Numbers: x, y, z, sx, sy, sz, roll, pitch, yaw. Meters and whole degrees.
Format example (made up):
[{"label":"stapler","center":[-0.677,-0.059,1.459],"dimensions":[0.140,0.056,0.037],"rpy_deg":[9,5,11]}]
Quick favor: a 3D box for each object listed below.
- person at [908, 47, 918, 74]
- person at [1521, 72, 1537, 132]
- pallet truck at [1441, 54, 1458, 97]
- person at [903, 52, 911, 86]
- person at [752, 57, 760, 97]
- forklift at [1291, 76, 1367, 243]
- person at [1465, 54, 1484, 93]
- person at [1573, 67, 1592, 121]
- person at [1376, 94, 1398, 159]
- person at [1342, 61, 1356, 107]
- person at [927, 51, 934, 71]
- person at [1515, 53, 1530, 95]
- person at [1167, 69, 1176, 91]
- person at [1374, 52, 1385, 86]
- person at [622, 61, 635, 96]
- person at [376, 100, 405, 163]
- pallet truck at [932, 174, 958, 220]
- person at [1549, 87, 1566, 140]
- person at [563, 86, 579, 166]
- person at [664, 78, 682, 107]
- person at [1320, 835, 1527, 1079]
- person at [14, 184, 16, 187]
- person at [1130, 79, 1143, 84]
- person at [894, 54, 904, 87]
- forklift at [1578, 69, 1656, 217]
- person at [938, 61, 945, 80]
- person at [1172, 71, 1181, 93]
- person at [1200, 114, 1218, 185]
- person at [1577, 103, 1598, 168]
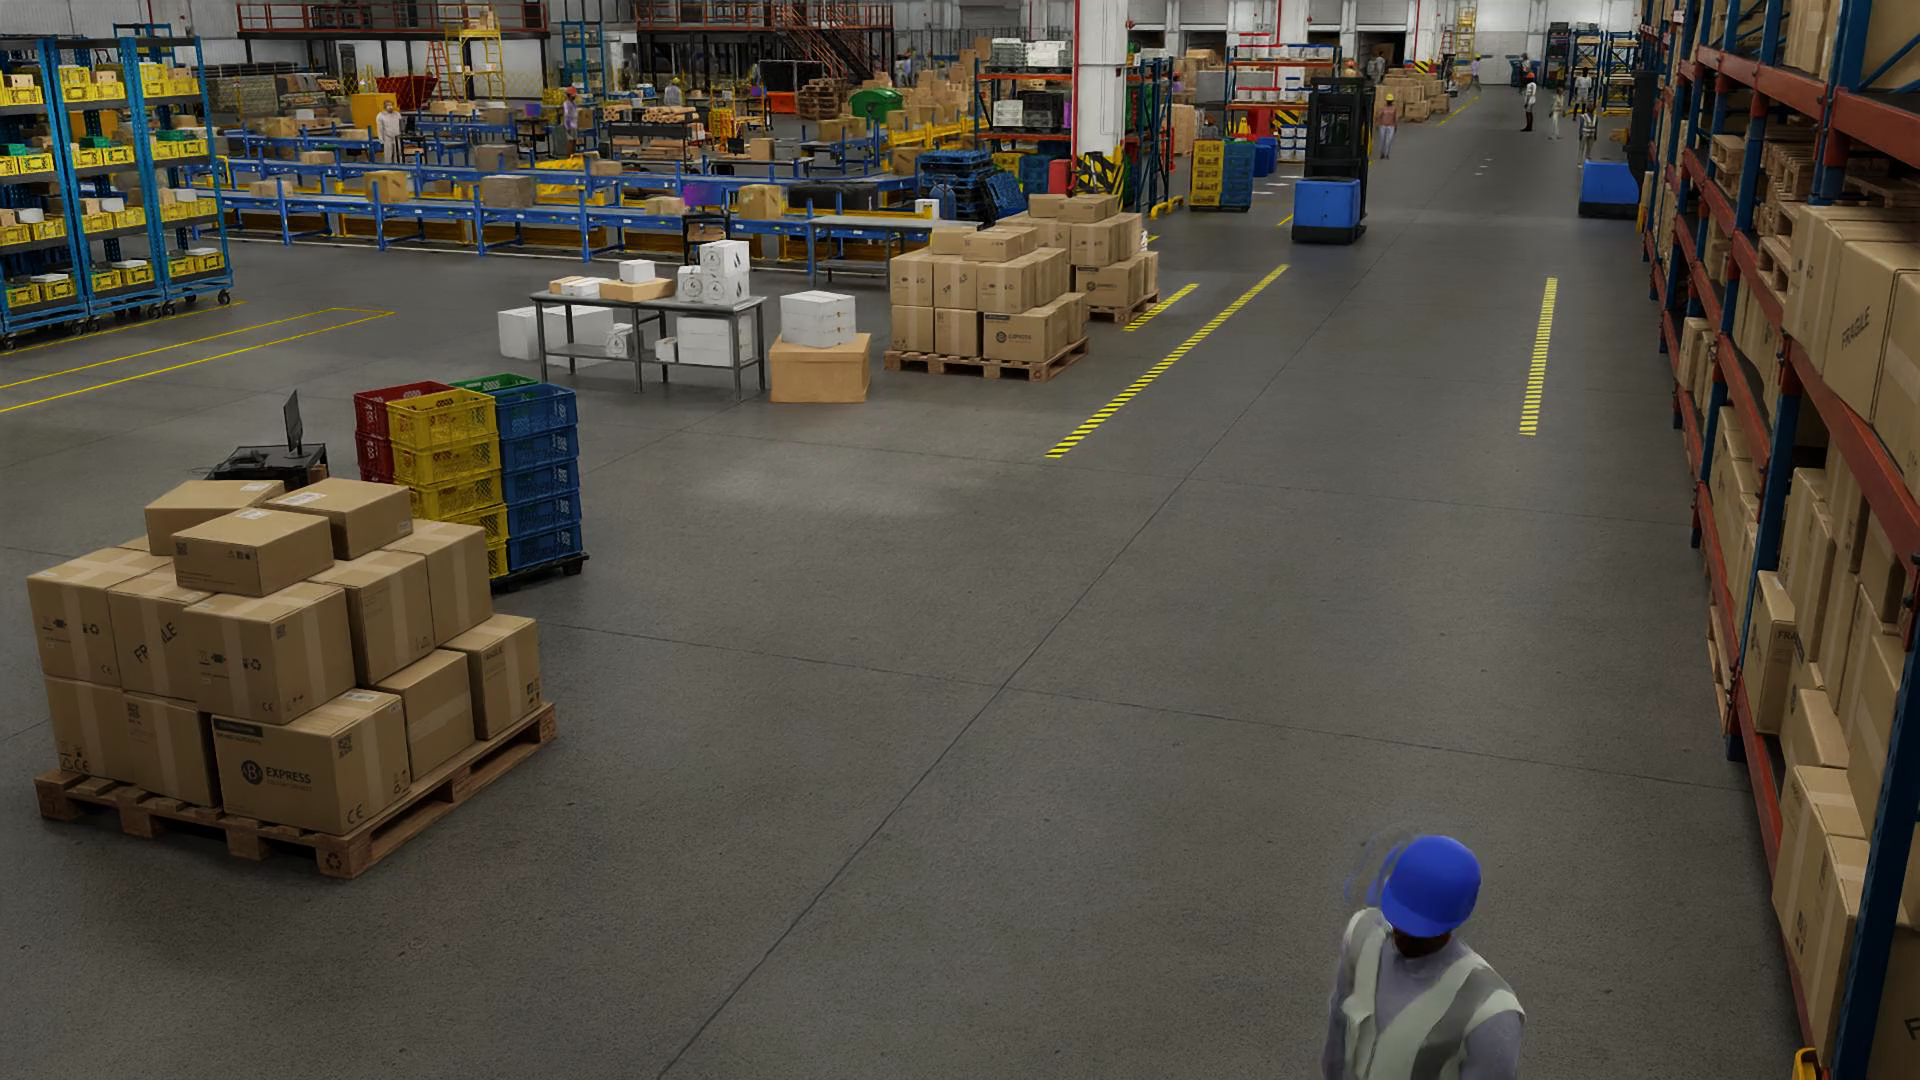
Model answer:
[{"label":"person","center":[-2.943,-29.109,101.393],"dimensions":[0.642,1.779,0.927],"rpy_deg":[-9,20,-26]},{"label":"person","center":[19.183,-14.766,56.081],"dimensions":[0.379,1.937,0.548],"rpy_deg":[14,23,38]},{"label":"pallet truck","center":[22.765,-21.886,78.355],"dimensions":[0.823,1.965,1.885],"rpy_deg":[-4,18,-14]},{"label":"person","center":[-2.701,-23.990,85.129],"dimensions":[0.553,1.908,0.892],"rpy_deg":[0,18,1]},{"label":"person","center":[-9.334,-21.110,76.079],"dimensions":[0.517,1.904,0.590],"rpy_deg":[-10,20,-30]},{"label":"forklift","center":[6.598,-6.755,29.381],"dimensions":[1.129,2.768,1.873],"rpy_deg":[6,19,19]},{"label":"person","center":[25.466,-23.046,82.210],"dimensions":[1.007,1.875,0.604],"rpy_deg":[-8,19,-22]},{"label":"person","center":[22.921,-16.411,61.229],"dimensions":[0.605,1.956,0.392],"rpy_deg":[0,18,1]},{"label":"person","center":[11.701,-11.340,45.620],"dimensions":[0.561,1.753,0.446],"rpy_deg":[4,18,11]},{"label":"person","center":[16.212,-18.937,69.215],"dimensions":[0.566,1.916,0.441],"rpy_deg":[13,22,35]},{"label":"person","center":[-1.528,-23.548,83.656],"dimensions":[0.427,1.970,0.701],"rpy_deg":[1,18,2]},{"label":"person","center":[27.056,-22.416,79.951],"dimensions":[0.828,2.000,0.699],"rpy_deg":[3,18,8]},{"label":"person","center":[7.886,-16.777,62.551],"dimensions":[0.794,1.849,0.529],"rpy_deg":[7,19,22]},{"label":"person","center":[22.502,-25.151,88.871],"dimensions":[0.928,1.830,0.563],"rpy_deg":[-11,21,-32]},{"label":"person","center":[-14.795,-20.335,73.832],"dimensions":[1.012,1.796,0.508],"rpy_deg":[-12,21,-33]},{"label":"person","center":[-13.606,-9.579,39.854],"dimensions":[0.637,1.900,0.404],"rpy_deg":[-16,23,-40]},{"label":"pallet truck","center":[-0.507,-5.292,27.348],"dimensions":[0.653,1.274,1.630],"rpy_deg":[6,19,19]},{"label":"person","center":[18.907,-13.429,52.395],"dimensions":[0.541,1.606,0.758],"rpy_deg":[-8,20,-25]},{"label":"person","center":[-10.120,-10.815,43.499],"dimensions":[0.387,2.039,0.615],"rpy_deg":[2,18,8]},{"label":"person","center":[-9.663,-14.679,56.087],"dimensions":[0.613,1.769,0.636],"rpy_deg":[-2,18,-7]},{"label":"person","center":[1.204,1.656,4.499],"dimensions":[0.408,1.924,0.667],"rpy_deg":[-8,19,-24]},{"label":"person","center":[-16.243,-6.013,28.881],"dimensions":[0.369,1.752,0.551],"rpy_deg":[7,19,21]},{"label":"person","center":[9.871,-26.247,92.402],"dimensions":[0.617,1.802,0.972],"rpy_deg":[-13,22,-36]},{"label":"person","center":[-3.019,-23.452,83.507],"dimensions":[0.580,1.861,0.785],"rpy_deg":[11,21,32]},{"label":"forklift","center":[13.219,-7.740,32.475],"dimensions":[1.873,2.768,1.129],"rpy_deg":[6,19,18]},{"label":"person","center":[-0.921,-20.959,75.897],"dimensions":[0.665,1.725,0.492],"rpy_deg":[-11,21,-31]},{"label":"person","center":[7.361,-15.177,57.401],"dimensions":[0.704,1.912,0.582],"rpy_deg":[6,19,18]},{"label":"person","center":[5.805,-9.100,38.789],"dimensions":[0.281,1.624,0.493],"rpy_deg":[-13,22,-35]},{"label":"person","center":[16.205,-10.432,42.939],"dimensions":[0.516,1.645,0.308],"rpy_deg":[-4,18,-13]}]
